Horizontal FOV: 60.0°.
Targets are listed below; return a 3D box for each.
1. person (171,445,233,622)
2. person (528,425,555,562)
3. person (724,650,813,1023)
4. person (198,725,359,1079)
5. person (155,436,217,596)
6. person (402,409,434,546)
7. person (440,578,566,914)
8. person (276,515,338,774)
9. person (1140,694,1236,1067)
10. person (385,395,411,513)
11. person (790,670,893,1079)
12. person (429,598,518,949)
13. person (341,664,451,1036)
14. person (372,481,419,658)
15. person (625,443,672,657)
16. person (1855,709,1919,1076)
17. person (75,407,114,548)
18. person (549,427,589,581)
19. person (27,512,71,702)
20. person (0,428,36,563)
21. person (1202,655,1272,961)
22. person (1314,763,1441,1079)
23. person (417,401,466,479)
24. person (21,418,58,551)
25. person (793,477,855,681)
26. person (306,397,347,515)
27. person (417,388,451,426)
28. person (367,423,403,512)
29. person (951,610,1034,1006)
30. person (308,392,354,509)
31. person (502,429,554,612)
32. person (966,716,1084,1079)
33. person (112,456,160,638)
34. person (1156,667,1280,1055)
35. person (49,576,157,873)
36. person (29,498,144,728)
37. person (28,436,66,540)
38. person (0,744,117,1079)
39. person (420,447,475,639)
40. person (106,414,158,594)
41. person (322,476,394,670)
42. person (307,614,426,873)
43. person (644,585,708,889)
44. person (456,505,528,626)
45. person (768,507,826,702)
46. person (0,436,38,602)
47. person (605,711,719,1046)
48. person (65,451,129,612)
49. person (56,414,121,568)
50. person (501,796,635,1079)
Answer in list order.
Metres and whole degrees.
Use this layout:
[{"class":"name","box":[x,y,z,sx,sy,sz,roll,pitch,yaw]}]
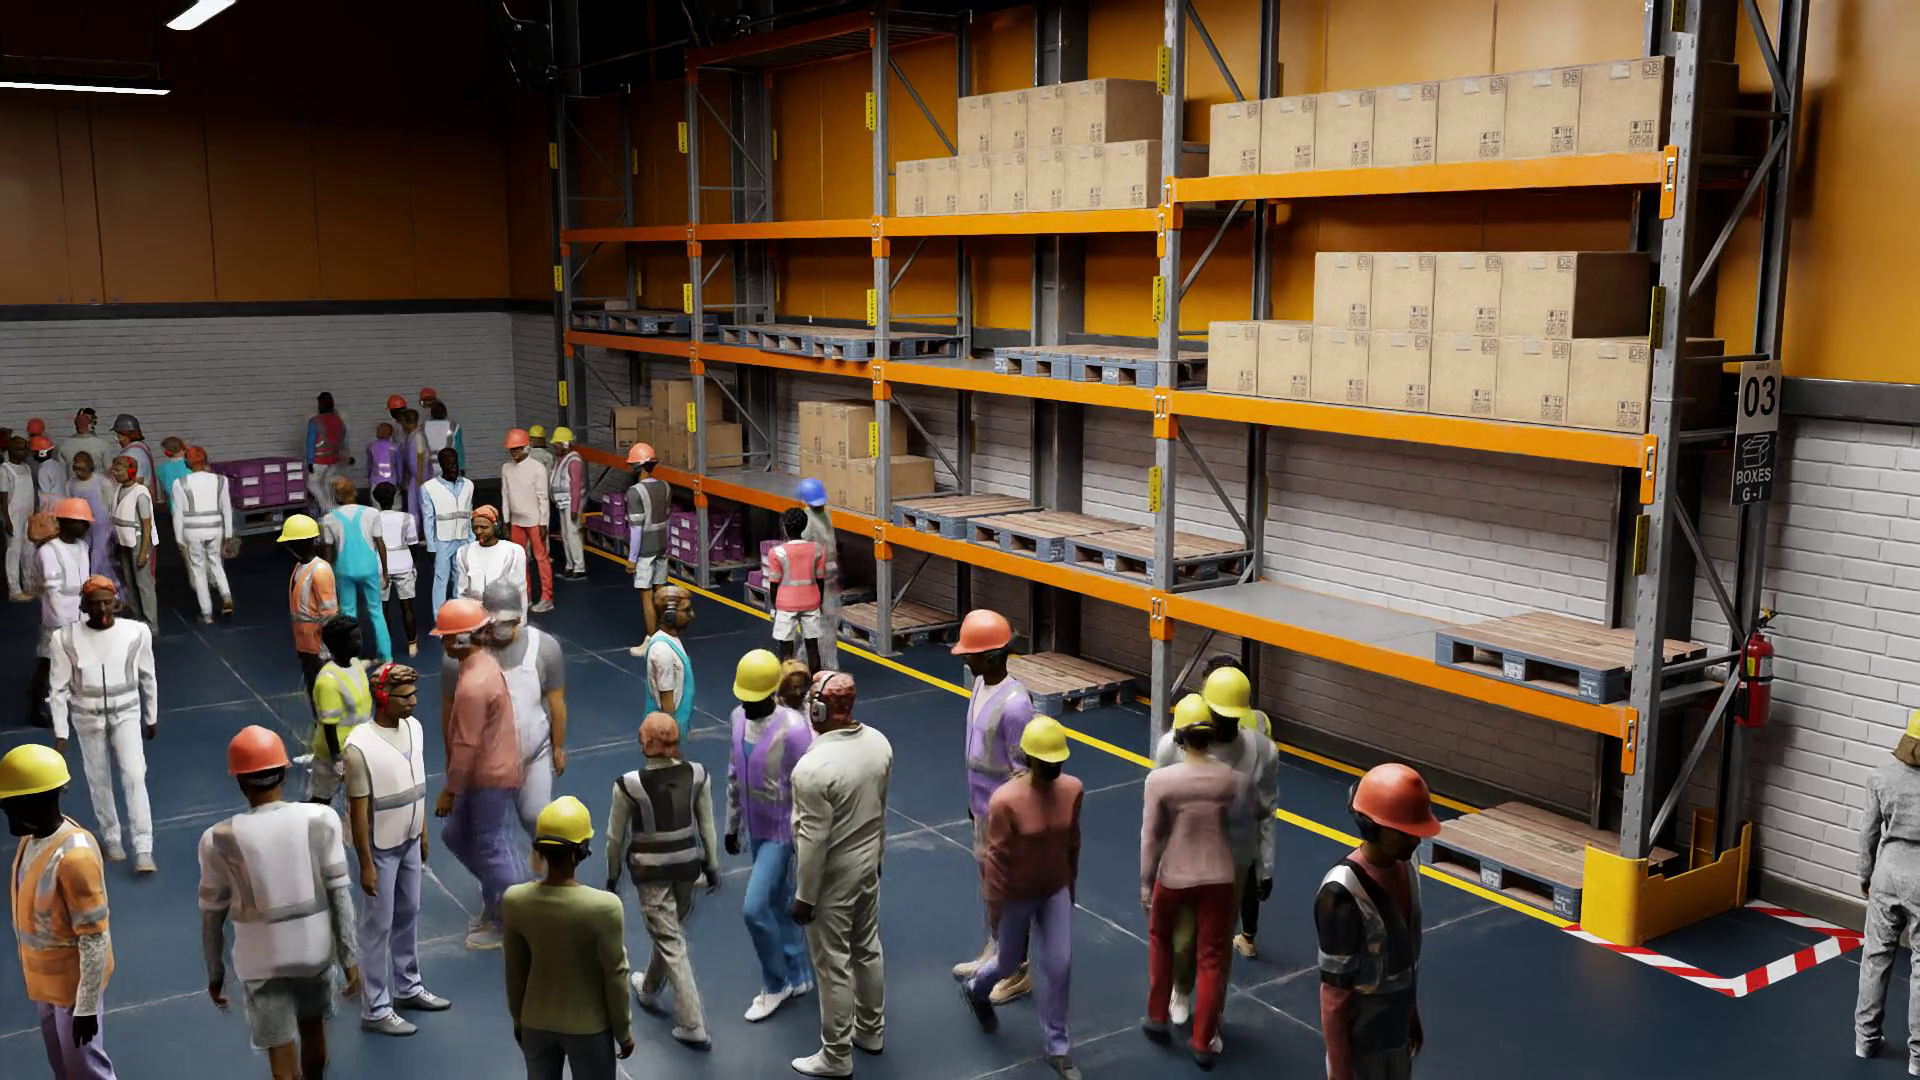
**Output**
[{"class":"person","box":[-7.828,-0.053,17.244,0.570,1.866,0.485,-10,14,-44]},{"class":"person","box":[-5.241,-0.561,20.623,0.490,1.731,0.324,1,10,6]},{"class":"person","box":[-1.002,1.457,8.306,0.590,1.884,0.615,-8,12,-38]},{"class":"person","box":[-2.836,1.699,6.908,0.567,1.876,1.017,-6,11,-30]},{"class":"person","box":[-8.696,-0.276,18.759,0.665,1.790,0.507,-1,10,-5]},{"class":"person","box":[-7.190,-0.815,21.918,0.542,1.804,0.576,-6,12,-33]},{"class":"person","box":[-2.624,1.163,9.591,0.698,2.000,0.712,-2,10,-9]},{"class":"person","box":[-4.785,0.762,12.276,0.384,1.924,0.594,-7,12,-36]},{"class":"person","box":[1.097,1.591,7.937,0.525,1.742,0.613,-1,10,-4]},{"class":"person","box":[-7.603,-1.011,22.668,0.376,1.933,0.545,-2,10,-10]},{"class":"person","box":[-0.584,1.544,7.751,0.403,1.906,0.652,6,11,30]},{"class":"person","box":[-2.645,1.288,9.074,0.502,1.967,0.608,-3,10,-17]},{"class":"person","box":[-2.812,1.505,8.191,0.395,1.836,0.561,2,10,14]},{"class":"person","box":[-5.386,0.292,15.722,0.535,1.693,0.322,-5,11,-25]},{"class":"person","box":[-2.993,0.094,15.857,0.394,2.042,0.611,4,11,24]},{"class":"person","box":[4.472,1.619,7.785,0.306,1.743,0.494,-7,12,-37]},{"class":"person","box":[-11.218,-0.777,21.479,0.327,1.874,0.518,0,10,-1]},{"class":"person","box":[-4.609,-0.426,19.601,0.404,1.819,0.598,-5,11,-28]},{"class":"person","box":[-7.783,0.570,14.262,0.266,1.631,0.507,-3,10,-19]},{"class":"person","box":[-11.284,-0.429,19.630,0.875,1.808,0.579,-9,13,-43]},{"class":"person","box":[1.415,1.452,8.913,0.530,1.693,0.321,-4,10,-20]},{"class":"person","box":[1.517,1.776,6.033,0.410,2.029,0.619,8,13,39]},{"class":"person","box":[-7.130,-0.990,22.869,0.631,1.826,0.441,-1,10,-4]},{"class":"person","box":[-12.015,-0.758,21.774,0.568,1.726,0.695,2,10,13]},{"class":"person","box":[-1.223,0.357,14.744,0.498,1.895,0.640,1,10,9]},{"class":"person","box":[-9.077,-1.131,23.747,0.462,1.810,0.655,4,11,24]},{"class":"person","box":[-7.504,-1.161,23.494,0.647,1.940,0.927,-6,11,-32]},{"class":"person","box":[-7.648,-0.762,22.180,0.534,1.585,0.863,1,10,3]},{"class":"person","box":[0.158,1.354,8.485,0.397,2.034,0.613,-3,10,-18]},{"class":"person","box":[-9.140,-1.229,24.113,0.728,1.874,0.644,7,12,34]},{"class":"person","box":[-4.659,-0.208,17.820,0.615,1.984,0.420,5,11,29]},{"class":"person","box":[0.292,1.618,7.832,0.533,1.733,0.737,-5,11,-28]},{"class":"person","box":[-8.208,0.073,16.549,0.567,1.849,0.389,7,12,37]},{"class":"person","box":[1.210,1.512,7.930,0.619,1.903,0.460,0,10,1]},{"class":"person","box":[-5.242,1.149,10.223,0.590,1.844,0.891,-5,11,-27]},{"class":"person","box":[-7.112,0.607,13.344,1.038,1.865,0.577,3,10,15]},{"class":"person","box":[-10.580,-0.344,19.313,0.345,1.746,0.567,-2,10,-11]},{"class":"person","box":[-3.558,1.736,6.564,0.593,1.924,0.380,9,13,44]},{"class":"person","box":[-5.089,0.026,16.622,0.392,1.920,0.592,7,12,36]},{"class":"person","box":[-9.400,-0.416,18.857,0.537,2.000,0.675,-3,10,-16]},{"class":"person","box":[-5.493,0.326,15.173,0.537,1.829,0.401,-4,10,-22]},{"class":"person","box":[-3.782,1.263,10.140,0.892,1.654,0.534,1,10,7]},{"class":"person","box":[-1.730,1.180,10.063,0.346,1.847,0.506,-2,10,-11]},{"class":"person","box":[-3.669,0.654,13.072,0.568,1.880,0.357,1,10,6]},{"class":"person","box":[-1.381,0.564,14.136,0.531,1.691,0.318,-5,11,-27]},{"class":"person","box":[-10.397,-0.233,18.398,0.342,1.840,0.507,1,10,6]},{"class":"person","box":[-1.467,1.629,8.153,0.532,1.588,0.826,-7,12,-37]},{"class":"person","box":[-9.119,-0.054,17.497,0.520,1.774,0.963,2,10,10]},{"class":"person","box":[-10.590,-0.587,20.261,0.651,1.904,0.403,-1,10,-7]},{"class":"person","box":[-1.498,1.849,6.405,0.527,1.760,0.333,3,10,17]}]
